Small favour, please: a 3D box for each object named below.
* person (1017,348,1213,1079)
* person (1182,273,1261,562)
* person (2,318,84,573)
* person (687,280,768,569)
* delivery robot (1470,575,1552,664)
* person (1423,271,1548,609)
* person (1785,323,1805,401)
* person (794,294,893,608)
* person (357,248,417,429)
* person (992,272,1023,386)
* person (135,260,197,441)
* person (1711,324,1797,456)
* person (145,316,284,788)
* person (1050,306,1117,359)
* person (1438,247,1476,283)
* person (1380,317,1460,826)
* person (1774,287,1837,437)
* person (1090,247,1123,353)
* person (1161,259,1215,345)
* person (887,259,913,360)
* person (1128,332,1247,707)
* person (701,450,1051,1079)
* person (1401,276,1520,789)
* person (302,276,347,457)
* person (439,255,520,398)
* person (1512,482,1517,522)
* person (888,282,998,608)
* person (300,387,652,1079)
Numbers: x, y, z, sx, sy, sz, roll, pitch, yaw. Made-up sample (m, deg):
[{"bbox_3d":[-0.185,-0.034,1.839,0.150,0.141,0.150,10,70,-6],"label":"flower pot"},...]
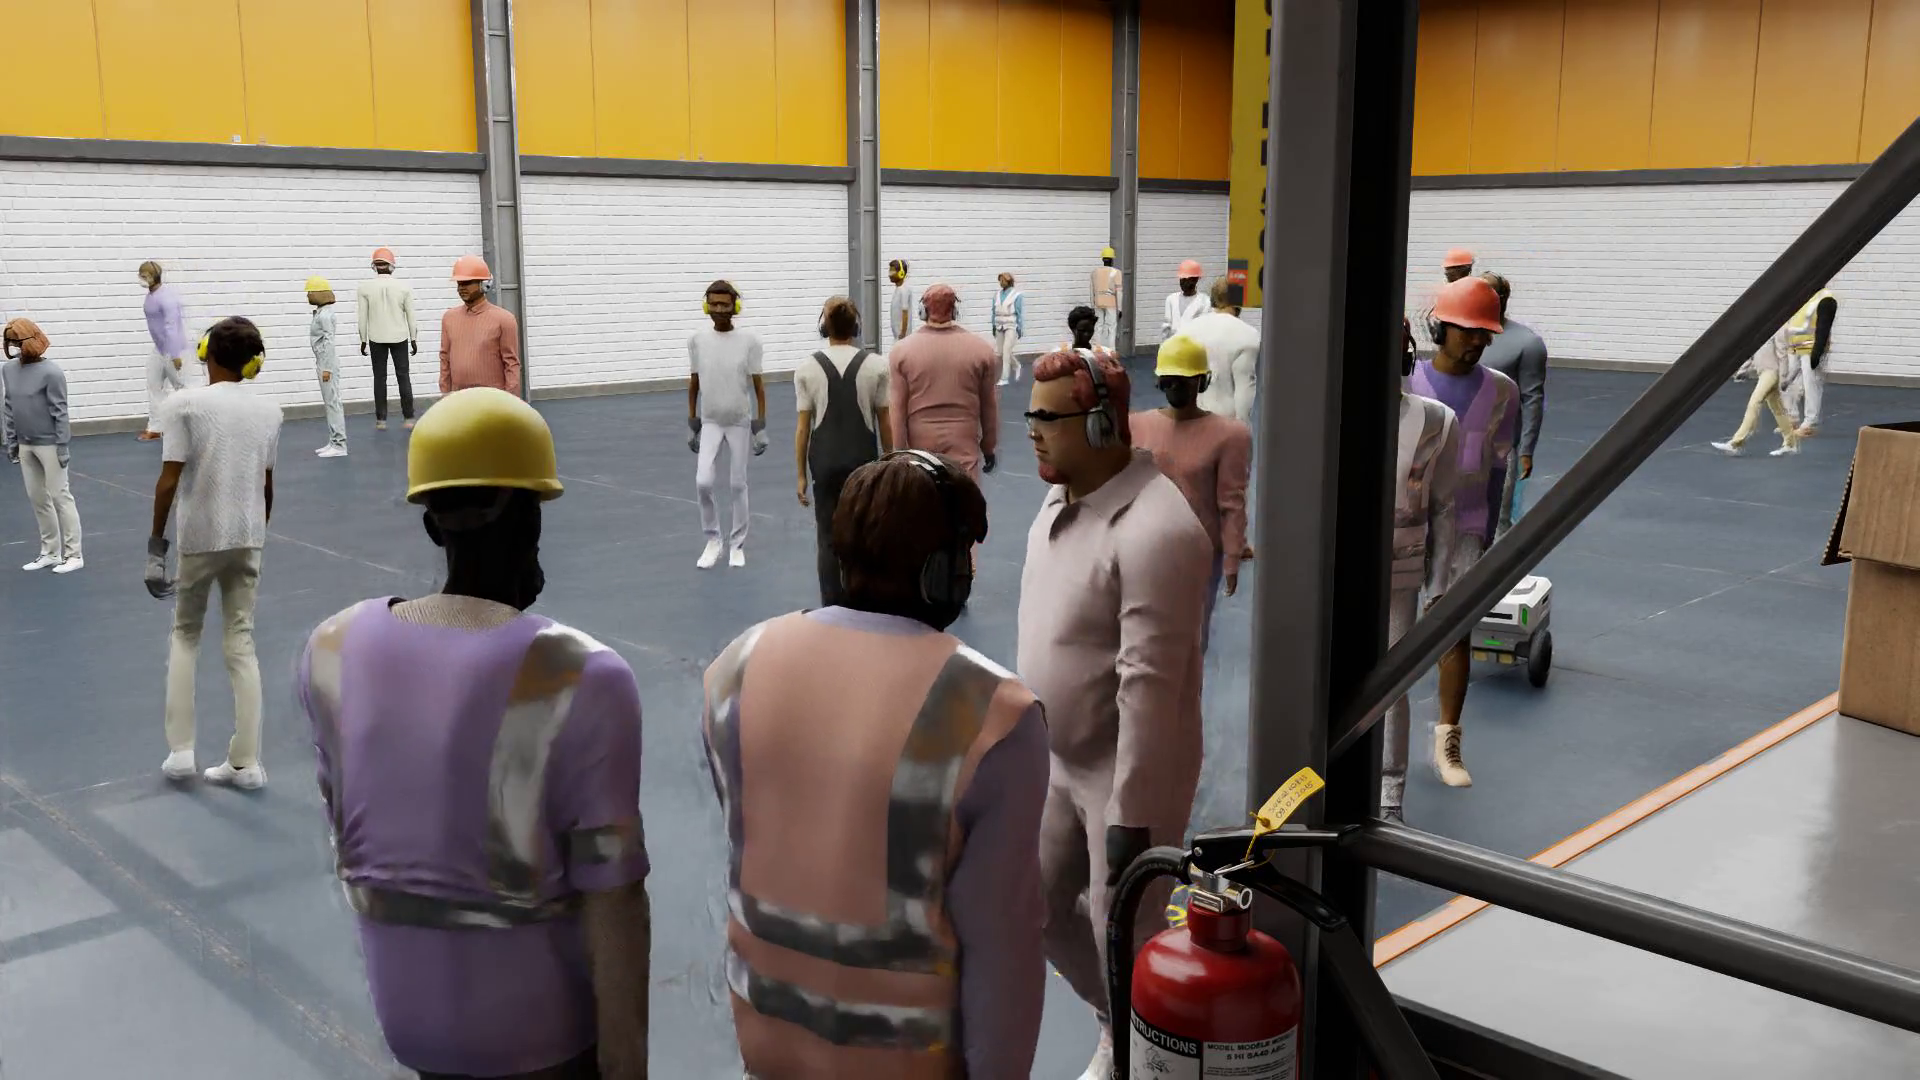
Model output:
[{"bbox_3d":[0.324,0.508,3.797,0.405,1.886,0.686,-4,11,-22],"label":"person"},{"bbox_3d":[1.584,-0.751,10.644,0.915,1.909,0.638,-10,14,-44],"label":"person"},{"bbox_3d":[-5.817,-0.590,10.518,0.491,1.624,0.310,4,11,23],"label":"person"},{"bbox_3d":[-1.482,-0.722,10.608,0.548,1.847,0.552,0,10,2],"label":"person"},{"bbox_3d":[2.676,0.328,8.155,0.477,0.478,0.707,5,12,27],"label":"delivery robot"},{"bbox_3d":[2.935,-0.530,9.320,0.629,1.937,0.378,9,14,41],"label":"person"},{"bbox_3d":[10.747,-2.720,21.519,0.621,1.845,0.429,6,12,28],"label":"person"},{"bbox_3d":[-0.603,-0.351,8.633,0.518,1.831,0.620,0,10,-2],"label":"person"},{"bbox_3d":[-6.338,-2.231,18.440,0.618,1.990,0.394,-3,11,-18],"label":"person"},{"bbox_3d":[0.706,-3.032,23.843,0.523,1.620,0.668,9,13,39],"label":"person"},{"bbox_3d":[-8.209,-1.989,17.440,0.663,1.893,0.908,10,14,42],"label":"person"},{"bbox_3d":[7.743,-1.587,16.034,0.886,1.588,0.503,1,10,3],"label":"person"},{"bbox_3d":[-2.902,0.049,6.489,0.573,1.819,0.617,10,14,43],"label":"person"},{"bbox_3d":[0.846,-0.850,11.870,0.538,1.645,0.889,-2,11,-12],"label":"person"},{"bbox_3d":[4.673,-1.749,15.753,0.774,2.012,0.622,-1,10,-7],"label":"person"},{"bbox_3d":[1.430,0.135,5.831,0.573,1.887,0.354,3,11,14],"label":"person"},{"bbox_3d":[8.888,-1.986,17.550,0.536,1.825,0.659,-1,10,-6],"label":"person"},{"bbox_3d":[2.431,-3.936,27.947,0.656,1.932,0.448,7,12,32],"label":"person"},{"bbox_3d":[2.365,-1.920,17.017,0.540,1.908,0.956,10,14,43],"label":"person"},{"bbox_3d":[-0.709,-2.477,20.181,0.764,1.850,0.546,-2,11,-12],"label":"person"},{"bbox_3d":[0.860,0.056,6.603,0.548,1.751,0.365,4,11,20],"label":"person"},{"bbox_3d":[-0.076,0.755,2.643,0.645,1.806,0.832,6,12,31],"label":"person"},{"bbox_3d":[1.906,-0.080,6.814,0.630,1.998,1.065,0,10,1],"label":"person"},{"bbox_3d":[-6.159,-1.676,16.101,0.314,1.741,0.494,-4,11,-23],"label":"person"},{"bbox_3d":[-3.351,-0.974,11.580,0.611,1.995,0.379,3,11,16],"label":"person"},{"bbox_3d":[3.634,-0.916,11.769,0.599,1.801,0.908,-6,12,-29],"label":"person"},{"bbox_3d":[-0.095,-0.561,9.693,0.648,1.868,0.983,-1,10,-3],"label":"person"},{"bbox_3d":[-0.722,0.716,2.611,0.604,1.901,0.452,4,11,20],"label":"person"}]
